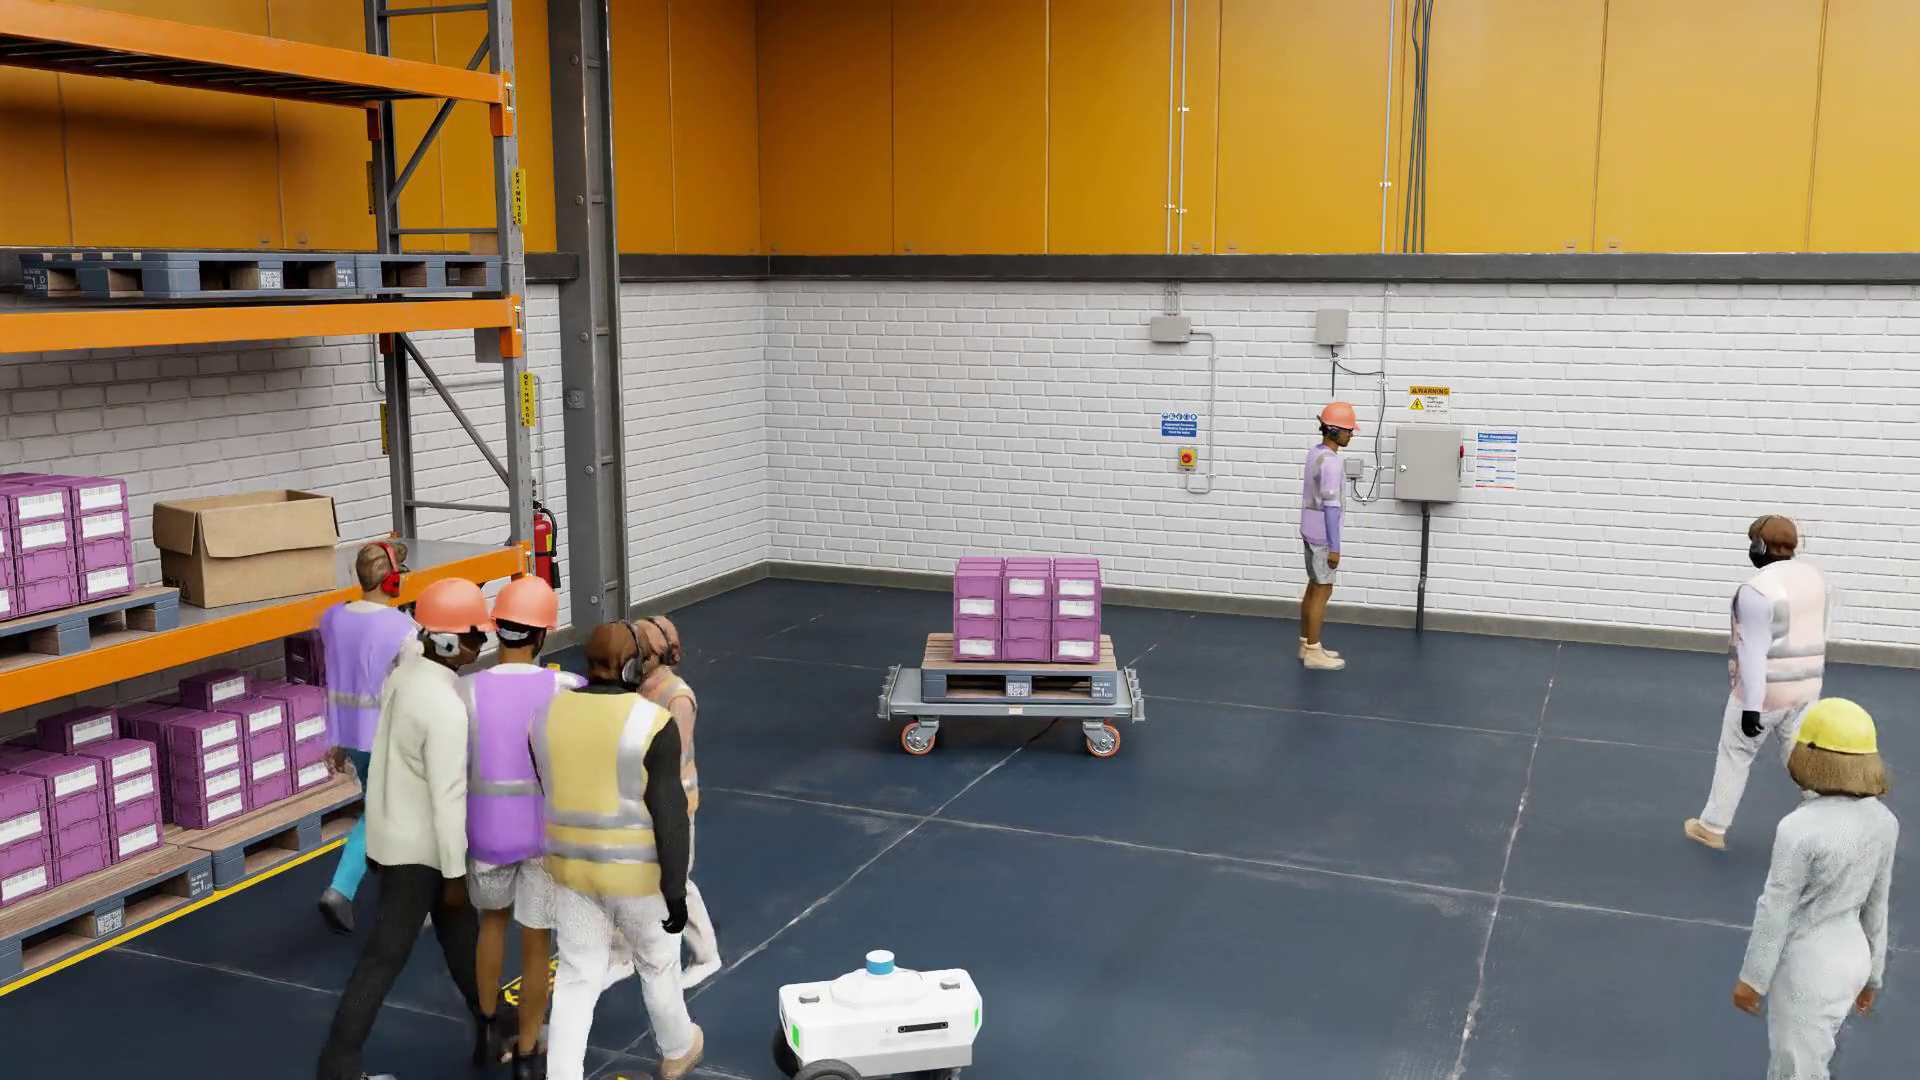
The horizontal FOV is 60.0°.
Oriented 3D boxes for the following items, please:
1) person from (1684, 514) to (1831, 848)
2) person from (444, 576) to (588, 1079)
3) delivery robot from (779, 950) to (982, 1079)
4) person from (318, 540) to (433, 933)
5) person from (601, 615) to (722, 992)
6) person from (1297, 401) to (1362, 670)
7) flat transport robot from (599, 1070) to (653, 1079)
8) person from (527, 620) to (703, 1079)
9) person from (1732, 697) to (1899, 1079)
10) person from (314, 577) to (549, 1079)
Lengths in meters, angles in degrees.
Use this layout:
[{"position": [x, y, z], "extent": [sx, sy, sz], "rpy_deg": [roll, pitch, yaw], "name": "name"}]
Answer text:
[{"position": [4.163, 0.776, 8.381], "extent": [0.675, 1.789, 0.943], "rpy_deg": [-4, 10, -24], "name": "person"}, {"position": [-1.616, 1.081, 6.142], "extent": [0.553, 1.905, 0.565], "rpy_deg": [-1, 9, -7], "name": "person"}, {"position": [-0.285, 1.729, 6.013], "extent": [0.707, 0.478, 0.477], "rpy_deg": [-2, 10, -13], "name": "delivery robot"}, {"position": [-2.599, 0.912, 7.395], "extent": [0.586, 1.826, 0.494], "rpy_deg": [5, 10, 26], "name": "person"}, {"position": [-1.238, 1.105, 6.872], "extent": [0.549, 1.615, 0.532], "rpy_deg": [-8, 12, -39], "name": "person"}, {"position": [2.779, -0.032, 12.527], "extent": [0.422, 2.032, 0.611], "rpy_deg": [0, 9, 0], "name": "person"}, {"position": [-0.924, 2.062, 5.140], "extent": [0.652, 0.197, 1.431], "rpy_deg": [0, 9, -1], "name": "flat transport robot"}, {"position": [-1.235, 1.184, 5.922], "extent": [0.650, 1.787, 0.881], "rpy_deg": [3, 10, 17], "name": "person"}, {"position": [2.693, 1.340, 5.120], "extent": [0.487, 1.718, 0.777], "rpy_deg": [-5, 11, -30], "name": "person"}, {"position": [-1.943, 1.093, 6.035], "extent": [0.970, 1.924, 0.641], "rpy_deg": [-5, 11, -29], "name": "person"}]
